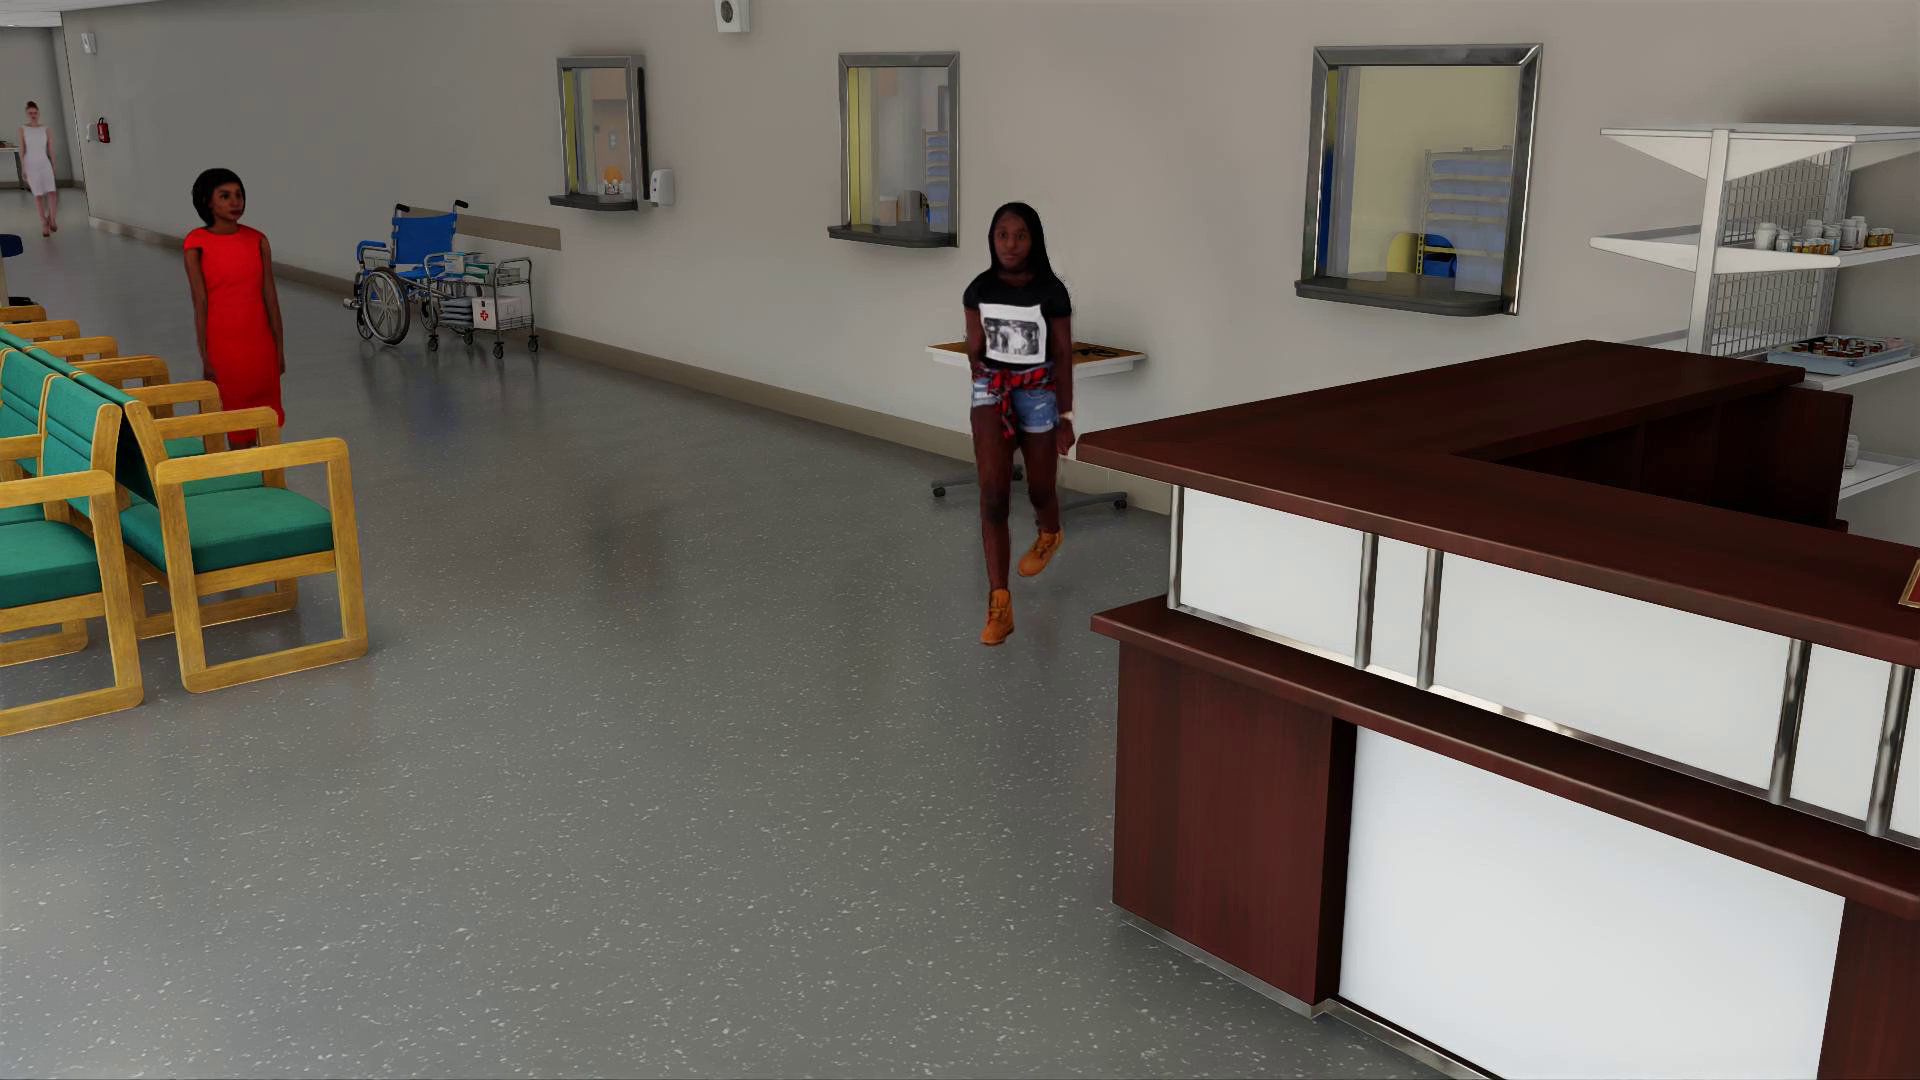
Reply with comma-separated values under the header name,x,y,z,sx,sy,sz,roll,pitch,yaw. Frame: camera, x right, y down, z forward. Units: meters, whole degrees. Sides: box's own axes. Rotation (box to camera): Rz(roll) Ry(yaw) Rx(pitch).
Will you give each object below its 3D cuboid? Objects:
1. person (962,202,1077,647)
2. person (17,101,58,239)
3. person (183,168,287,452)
name,x,y,z,sx,sy,sz,roll,pitch,yaw
person,0.239,-0.467,6.623,1.111,1.660,1.278,4,16,13
person,-12.395,-4.968,22.356,0.594,1.785,0.688,-9,18,-29
person,-3.548,-0.917,8.089,0.721,1.731,0.653,-15,22,-42
